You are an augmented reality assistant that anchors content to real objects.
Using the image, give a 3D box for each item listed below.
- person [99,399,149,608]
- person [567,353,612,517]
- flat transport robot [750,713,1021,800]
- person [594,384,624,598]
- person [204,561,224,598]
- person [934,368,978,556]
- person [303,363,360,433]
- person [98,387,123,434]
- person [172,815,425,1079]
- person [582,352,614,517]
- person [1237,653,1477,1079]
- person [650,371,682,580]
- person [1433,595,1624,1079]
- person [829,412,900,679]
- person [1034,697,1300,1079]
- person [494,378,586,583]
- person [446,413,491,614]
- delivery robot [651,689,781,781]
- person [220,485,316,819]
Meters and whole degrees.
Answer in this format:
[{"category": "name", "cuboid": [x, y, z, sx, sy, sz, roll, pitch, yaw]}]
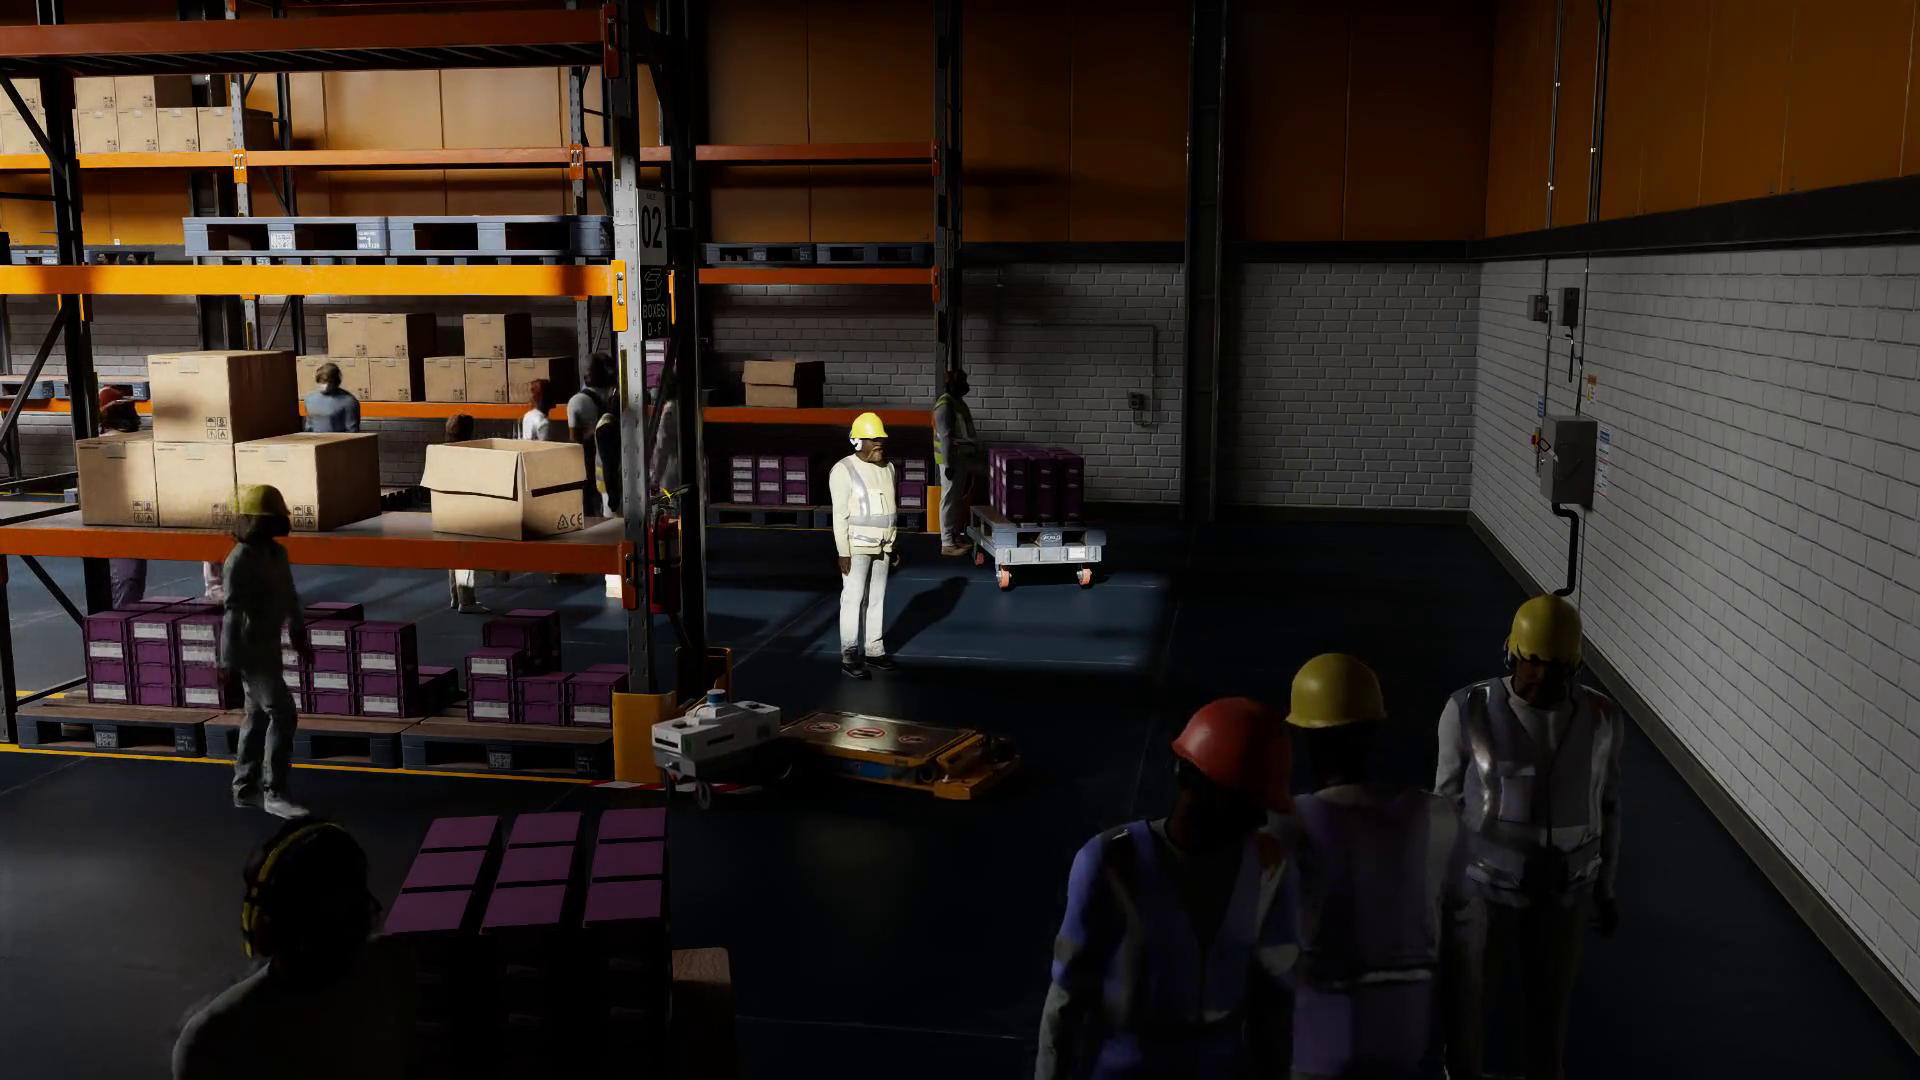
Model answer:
[{"category": "person", "cuboid": [-5.914, -0.045, 11.832, 0.395, 1.896, 0.661, -8, 12, -40]}, {"category": "person", "cuboid": [-3.463, -0.822, 16.186, 0.686, 2.000, 0.880, -6, 11, -32]}, {"category": "flat transport robot", "cuboid": [-0.444, 1.176, 9.263, 1.431, 0.197, 0.652, 4, 10, 26]}, {"category": "person", "cuboid": [-2.919, -0.429, 14.371, 0.430, 1.840, 0.625, 1, 9, 3]}, {"category": "person", "cuboid": [-6.342, -0.456, 14.247, 0.423, 1.949, 0.792, -7, 12, -37]}, {"category": "person", "cuboid": [-0.038, -0.774, 16.498, 0.429, 1.846, 0.629, 2, 9, 12]}, {"category": "person", "cuboid": [-6.270, -0.836, 16.706, 0.649, 1.897, 0.535, 2, 9, 11]}, {"category": "person", "cuboid": [-6.460, -0.197, 12.692, 0.555, 1.906, 0.886, -3, 10, -16]}, {"category": "person", "cuboid": [-1.237, 1.372, 3.179, 0.615, 1.841, 0.567, 6, 11, 35]}, {"category": "person", "cuboid": [-3.834, -1.040, 17.855, 0.372, 1.940, 0.632, 1, 9, 8]}, {"category": "person", "cuboid": [0.956, 1.218, 4.128, 0.604, 1.861, 0.983, -2, 9, -11]}, {"category": "person", "cuboid": [-2.673, -0.580, 15.074, 0.747, 1.908, 0.655, 0, 9, 2]}, {"category": "person", "cuboid": [1.767, 1.060, 5.187, 0.588, 1.822, 0.403, 0, 9, 2]}, {"category": "person", "cuboid": [-0.632, 0.032, 11.529, 0.403, 1.834, 0.588, 7, 12, 38]}, {"category": "person", "cuboid": [0.485, 1.268, 3.755, 0.606, 1.864, 0.982, -3, 10, -18]}, {"category": "person", "cuboid": [-3.783, -0.509, 14.794, 0.771, 1.865, 0.574, -6, 11, -34]}, {"category": "person", "cuboid": [-4.076, -0.217, 13.659, 0.306, 1.642, 0.523, -5, 10, -28]}, {"category": "delivery robot", "cuboid": [-1.303, 1.043, 8.918, 0.477, 0.478, 0.707, 8, 12, 40]}, {"category": "person", "cuboid": [-3.521, 0.573, 8.532, 0.645, 1.721, 0.492, 0, 9, 2]}]
